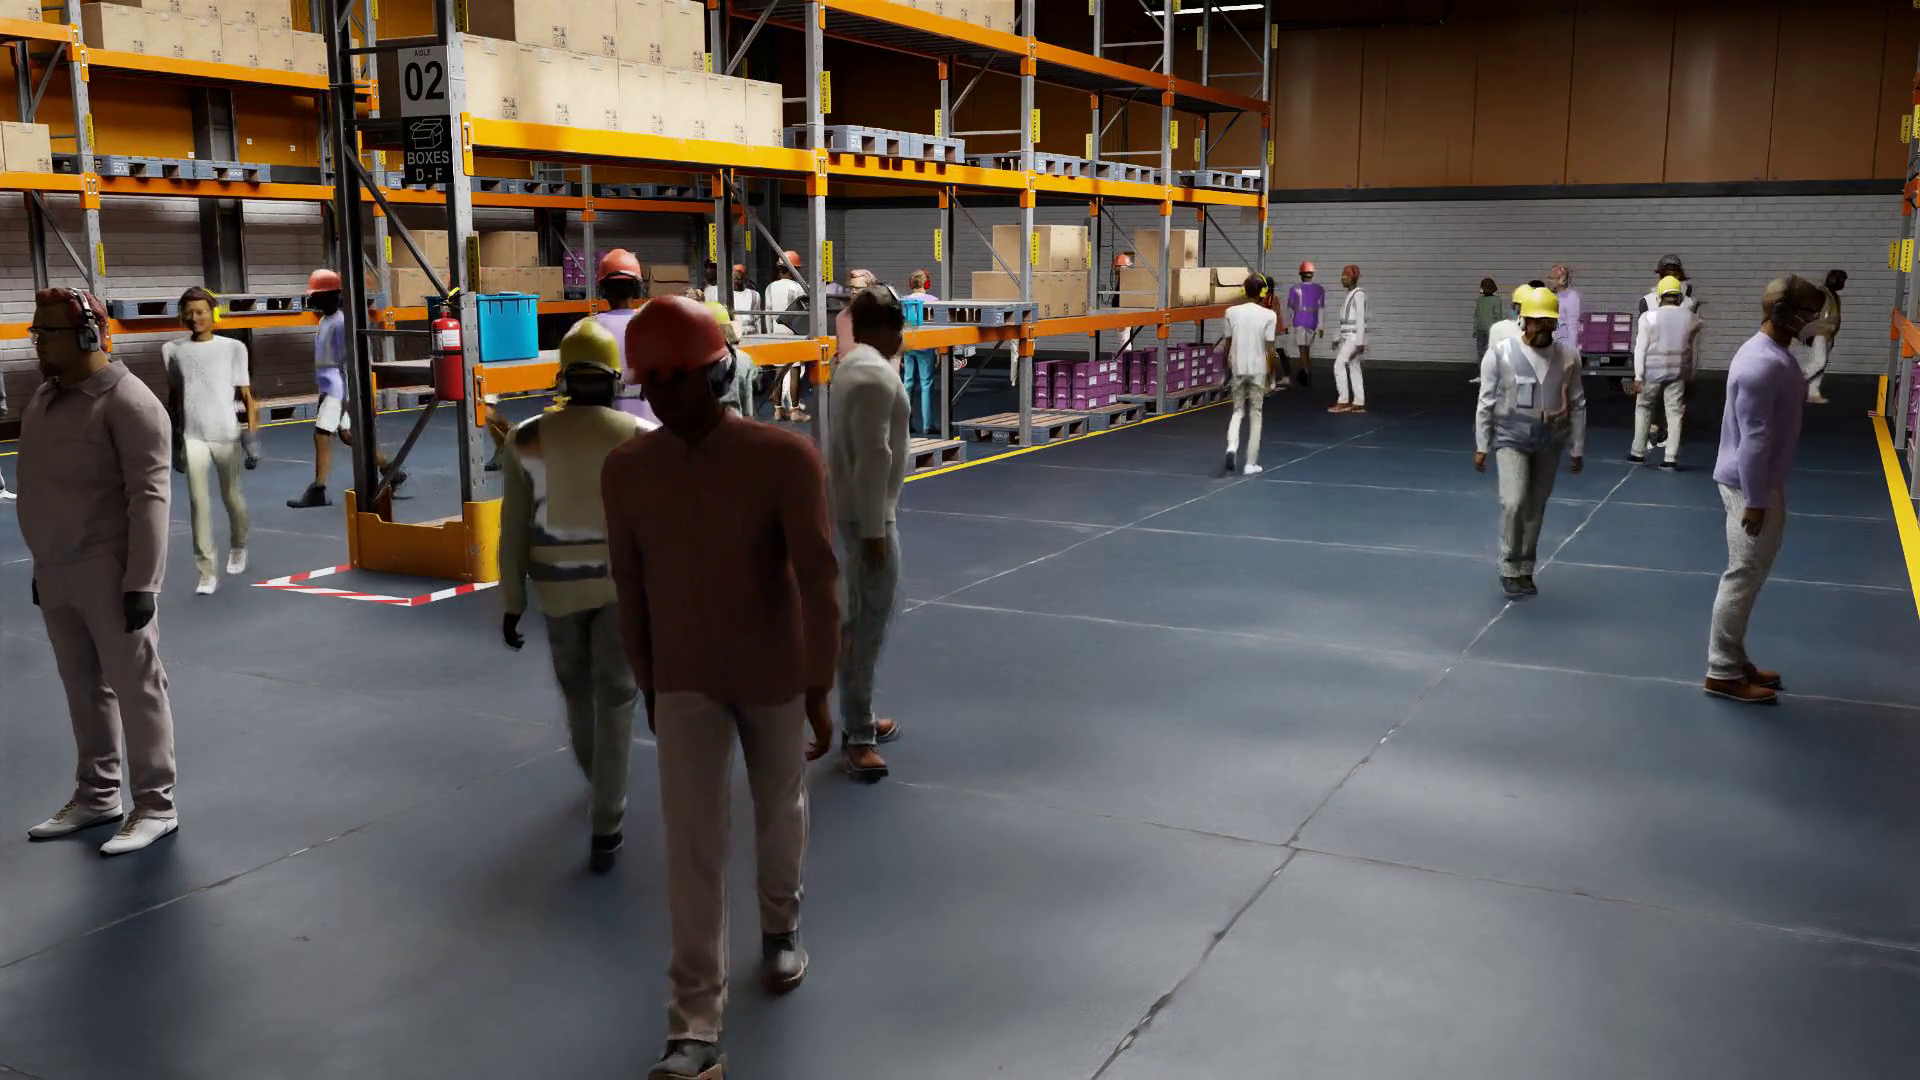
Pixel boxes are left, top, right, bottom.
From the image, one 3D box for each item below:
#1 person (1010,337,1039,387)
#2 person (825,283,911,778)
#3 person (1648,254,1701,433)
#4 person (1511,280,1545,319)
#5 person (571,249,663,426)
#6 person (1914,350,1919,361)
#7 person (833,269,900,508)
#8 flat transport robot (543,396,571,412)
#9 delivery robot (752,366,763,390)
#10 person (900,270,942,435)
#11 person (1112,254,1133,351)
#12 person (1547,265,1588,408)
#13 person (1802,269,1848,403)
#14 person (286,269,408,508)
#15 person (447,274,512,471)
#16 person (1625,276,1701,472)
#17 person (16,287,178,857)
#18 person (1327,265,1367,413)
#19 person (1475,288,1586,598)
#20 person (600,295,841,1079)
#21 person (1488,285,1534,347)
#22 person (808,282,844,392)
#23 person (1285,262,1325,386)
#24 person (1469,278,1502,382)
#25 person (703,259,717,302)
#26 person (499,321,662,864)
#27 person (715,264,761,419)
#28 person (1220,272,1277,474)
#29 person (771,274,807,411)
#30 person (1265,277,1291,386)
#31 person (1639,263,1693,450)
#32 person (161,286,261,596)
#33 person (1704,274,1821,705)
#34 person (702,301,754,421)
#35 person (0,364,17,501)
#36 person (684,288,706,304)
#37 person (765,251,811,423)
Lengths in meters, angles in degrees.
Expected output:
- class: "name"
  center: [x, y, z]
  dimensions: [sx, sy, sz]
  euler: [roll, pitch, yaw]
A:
- class: "person"
  center: [0.946, -3.118, 25.087]
  dimensions: [0.517, 1.641, 0.308]
  euler: [4, 11, 22]
- class: "person"
  center: [-0.360, -0.048, 6.592]
  dimensions: [0.349, 1.913, 0.781]
  euler: [-2, 10, -9]
- class: "person"
  center: [7.887, -2.172, 18.448]
  dimensions: [0.705, 2.000, 0.737]
  euler: [-4, 11, -24]
- class: "person"
  center: [6.918, -2.298, 20.171]
  dimensions: [0.321, 1.695, 0.537]
  euler: [-8, 13, -40]
- class: "person"
  center: [-1.872, -0.592, 9.299]
  dimensions: [0.616, 2.040, 0.381]
  euler: [-5, 11, -25]
- class: "person"
  center: [13.980, -2.925, 23.989]
  dimensions: [0.497, 1.633, 0.285]
  euler: [7, 12, 35]
- class: "person"
  center: [-0.756, -1.170, 13.075]
  dimensions: [0.636, 1.899, 0.396]
  euler: [7, 12, 35]
- class: "flat transport robot"
  center: [-4.456, -1.725, 20.979]
  dimensions: [1.431, 0.197, 0.652]
  euler: [-8, 13, -40]
- class: "delivery robot"
  center: [-3.143, -2.333, 23.406]
  dimensions: [0.707, 0.478, 0.477]
  euler: [2, 10, 13]
- class: "person"
  center: [-0.465, -2.090, 18.580]
  dimensions: [0.564, 1.837, 0.389]
  euler: [5, 11, 29]
- class: "person"
  center: [2.542, -3.459, 26.029]
  dimensions: [0.378, 1.996, 0.610]
  euler: [0, 10, 1]
- class: "person"
  center: [6.885, -2.192, 19.033]
  dimensions: [0.737, 1.886, 0.650]
  euler: [-1, 10, -9]
- class: "person"
  center: [11.613, -2.741, 22.438]
  dimensions: [0.677, 1.808, 0.485]
  euler: [-9, 13, -41]
- class: "person"
  center: [-4.957, -1.223, 13.383]
  dimensions: [0.934, 1.902, 0.556]
  euler: [-6, 12, -33]
- class: "person"
  center: [-4.386, -1.565, 15.380]
  dimensions: [0.641, 1.888, 0.595]
  euler: [-6, 12, -32]
- class: "person"
  center: [6.576, -1.561, 15.601]
  dimensions: [0.622, 1.798, 0.792]
  euler: [0, 10, 1]
- class: "person"
  center: [-2.951, 0.107, 5.643]
  dimensions: [0.641, 1.909, 0.409]
  euler: [5, 11, 28]
- class: "person"
  center: [4.885, -2.536, 21.089]
  dimensions: [0.658, 1.862, 0.576]
  euler: [1, 10, 5]
- class: "person"
  center: [3.361, -0.550, 9.697]
  dimensions: [0.620, 1.814, 0.610]
  euler: [0, 10, -2]
- class: "person"
  center: [-0.605, 0.348, 4.223]
  dimensions: [0.619, 1.920, 1.082]
  euler: [0, 10, 1]
- class: "person"
  center: [4.942, -1.366, 14.674]
  dimensions: [0.556, 1.732, 0.848]
  euler: [0, 10, 0]
- class: "person"
  center: [-1.975, -3.116, 24.271]
  dimensions: [0.584, 1.919, 0.375]
  euler: [-1, 10, -4]
- class: "person"
  center: [5.308, -3.321, 25.576]
  dimensions: [0.544, 1.887, 0.965]
  euler: [-2, 10, -9]
- class: "person"
  center: [8.171, -3.245, 25.838]
  dimensions: [0.278, 1.631, 0.507]
  euler: [-6, 11, -29]
- class: "person"
  center: [-3.216, -2.738, 21.942]
  dimensions: [0.361, 1.963, 0.614]
  euler: [-8, 13, -39]
- class: "person"
  center: [-1.242, 0.145, 5.758]
  dimensions: [0.620, 1.781, 0.942]
  euler: [-1, 10, -3]
- class: "person"
  center: [-2.690, -2.402, 20.225]
  dimensions: [0.581, 1.884, 0.339]
  euler: [-3, 10, -19]
- class: "person"
  center: [2.620, -1.507, 15.155]
  dimensions: [0.545, 1.853, 0.484]
  euler: [5, 11, 28]
- class: "person"
  center: [-2.223, -2.518, 21.112]
  dimensions: [0.632, 1.821, 0.740]
  euler: [7, 12, 37]
- class: "person"
  center: [4.683, -3.185, 25.398]
  dimensions: [0.869, 1.646, 0.608]
  euler: [6, 12, 32]
- class: "person"
  center: [7.263, -1.891, 17.177]
  dimensions: [0.593, 1.920, 0.391]
  euler: [-2, 10, -13]
- class: "person"
  center: [-4.561, -0.637, 10.173]
  dimensions: [0.529, 1.836, 0.941]
  euler: [-3, 10, -15]
- class: "person"
  center: [3.607, -0.224, 7.509]
  dimensions: [0.394, 1.925, 0.643]
  euler: [6, 11, 30]
- class: "person"
  center: [-1.468, -0.630, 10.419]
  dimensions: [0.493, 1.721, 0.690]
  euler: [-8, 13, -39]
- class: "person"
  center: [-8.008, -1.119, 13.530]
  dimensions: [0.497, 1.633, 0.284]
  euler: [0, 10, 1]
- class: "person"
  center: [-2.847, -1.900, 18.034]
  dimensions: [0.308, 1.641, 0.515]
  euler: [-7, 12, -36]
- class: "person"
  center: [-2.031, -2.423, 19.898]
  dimensions: [0.616, 2.041, 0.379]
  euler: [7, 12, 36]
